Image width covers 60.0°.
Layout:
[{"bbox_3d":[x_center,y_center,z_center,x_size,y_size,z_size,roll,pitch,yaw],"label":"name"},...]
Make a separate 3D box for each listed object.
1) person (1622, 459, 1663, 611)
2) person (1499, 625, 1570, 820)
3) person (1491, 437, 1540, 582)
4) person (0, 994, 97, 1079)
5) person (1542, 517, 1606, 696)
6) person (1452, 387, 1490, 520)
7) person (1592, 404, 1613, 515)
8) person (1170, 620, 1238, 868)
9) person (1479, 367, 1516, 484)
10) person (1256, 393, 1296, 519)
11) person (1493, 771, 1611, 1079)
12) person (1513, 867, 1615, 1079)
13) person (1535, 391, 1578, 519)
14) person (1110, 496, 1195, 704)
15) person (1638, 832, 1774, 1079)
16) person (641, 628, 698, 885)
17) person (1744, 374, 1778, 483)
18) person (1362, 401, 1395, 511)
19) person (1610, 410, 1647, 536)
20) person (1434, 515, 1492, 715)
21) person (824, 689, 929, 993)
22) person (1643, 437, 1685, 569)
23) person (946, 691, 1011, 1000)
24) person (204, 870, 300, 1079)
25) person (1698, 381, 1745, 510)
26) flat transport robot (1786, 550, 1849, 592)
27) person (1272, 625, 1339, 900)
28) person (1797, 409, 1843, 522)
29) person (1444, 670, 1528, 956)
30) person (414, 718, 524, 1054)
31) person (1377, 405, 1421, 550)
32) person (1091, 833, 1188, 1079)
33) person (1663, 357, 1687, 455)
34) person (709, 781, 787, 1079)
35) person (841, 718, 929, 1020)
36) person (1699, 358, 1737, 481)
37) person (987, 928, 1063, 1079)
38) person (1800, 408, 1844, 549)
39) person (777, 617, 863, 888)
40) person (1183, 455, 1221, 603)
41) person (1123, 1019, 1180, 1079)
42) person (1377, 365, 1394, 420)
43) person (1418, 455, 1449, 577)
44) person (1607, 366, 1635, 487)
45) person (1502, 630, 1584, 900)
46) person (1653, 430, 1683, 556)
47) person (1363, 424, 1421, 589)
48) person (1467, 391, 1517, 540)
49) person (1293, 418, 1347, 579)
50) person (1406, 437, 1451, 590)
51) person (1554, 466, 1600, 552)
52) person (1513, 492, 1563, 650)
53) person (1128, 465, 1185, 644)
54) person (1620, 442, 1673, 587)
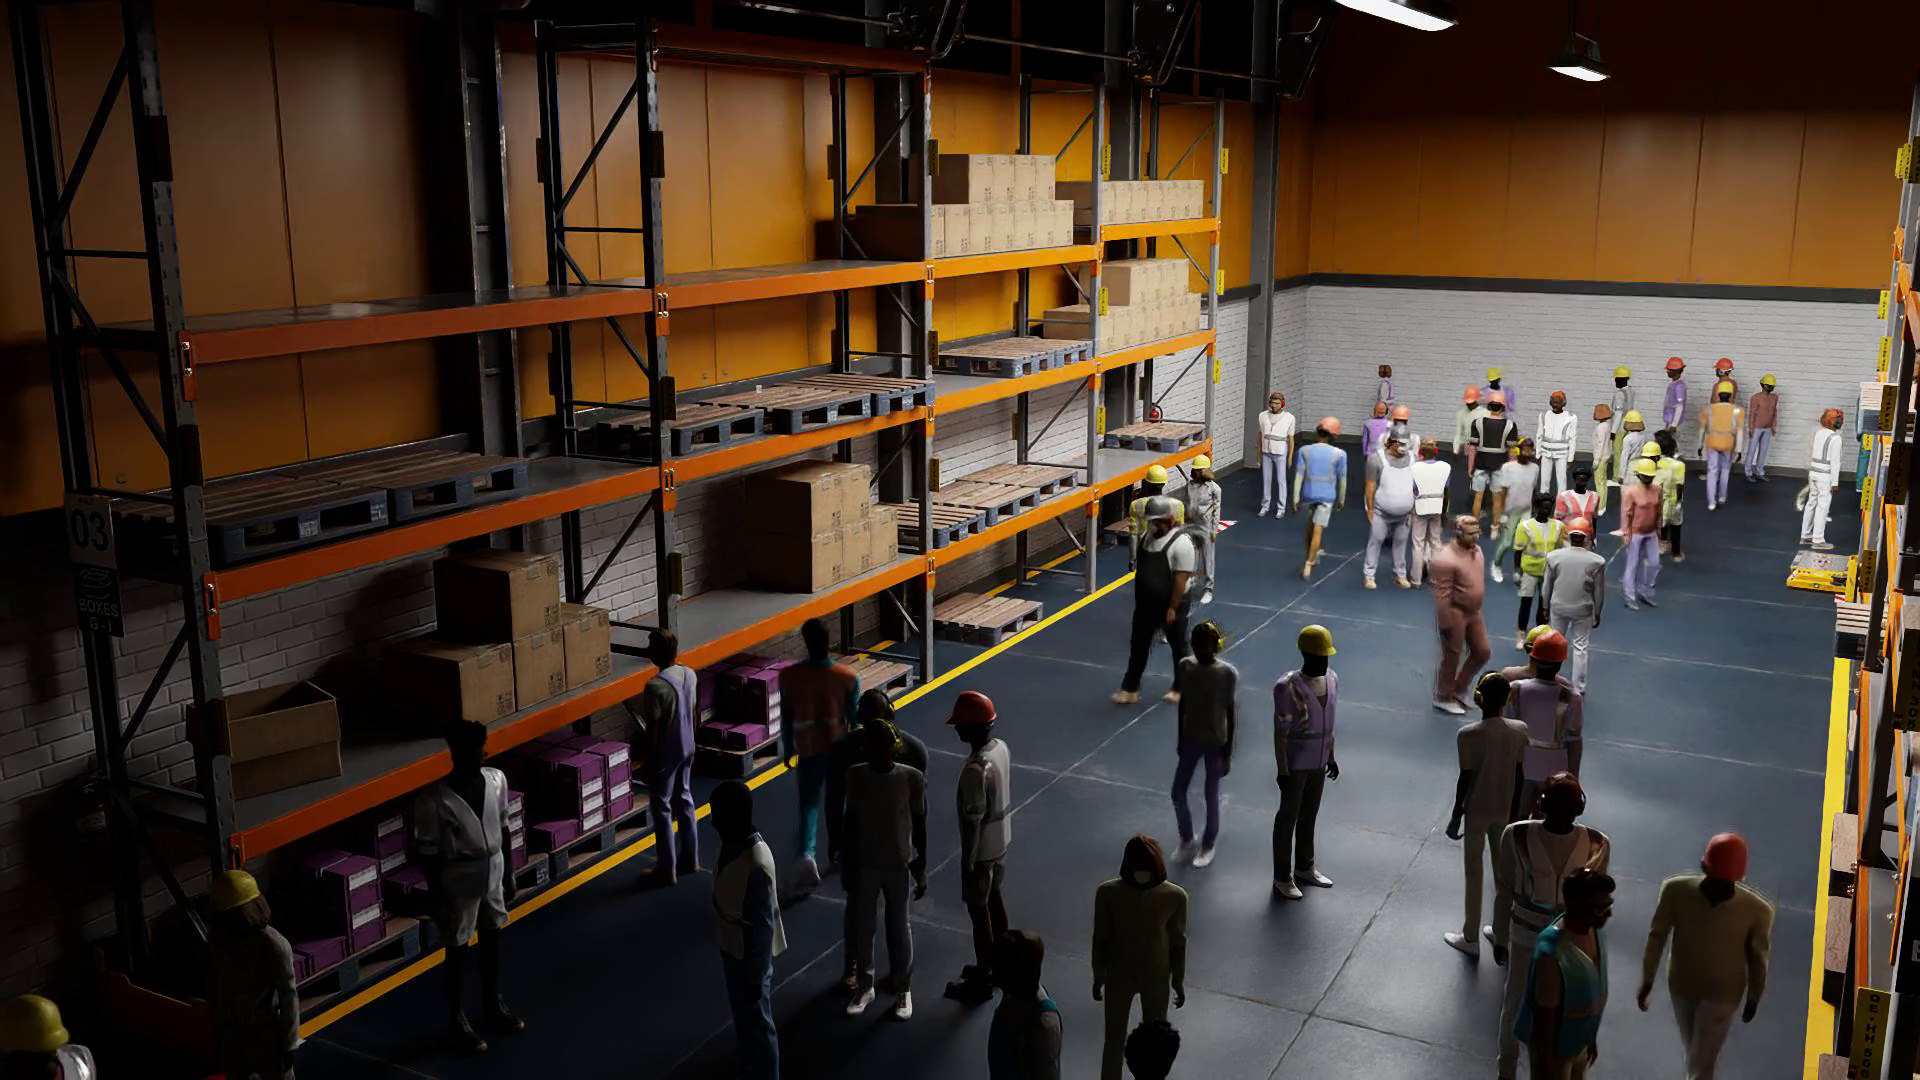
[{"bbox_3d":[7.825,-0.070,19.066,0.571,1.758,0.363,-4,13,-16],"label":"person"},{"bbox_3d":[4.171,1.477,12.117,0.533,1.768,0.310,10,16,37],"label":"person"},{"bbox_3d":[6.704,-0.333,20.040,0.520,1.845,0.762,-1,13,-6],"label":"person"},{"bbox_3d":[-3.657,2.663,6.677,0.403,1.824,0.593,6,14,25],"label":"person"},{"bbox_3d":[5.861,0.640,15.911,0.566,1.744,0.350,7,14,29],"label":"person"},{"bbox_3d":[7.339,-1.234,23.857,0.881,1.933,0.625,-9,15,-34],"label":"person"},{"bbox_3d":[9.350,-1.178,24.304,0.266,1.631,0.507,8,15,32],"label":"person"},{"bbox_3d":[1.750,1.477,11.936,0.519,1.847,0.483,8,15,32],"label":"person"},{"bbox_3d":[8.589,-1.851,26.746,0.646,1.892,0.671,2,13,11],"label":"person"},{"bbox_3d":[4.568,-1.227,24.073,0.560,1.836,0.394,9,15,34],"label":"person"},{"bbox_3d":[3.142,2.139,8.893,0.573,1.882,0.356,2,13,9],"label":"person"},{"bbox_3d":[2.829,2.394,7.867,0.388,1.837,0.560,10,16,38],"label":"person"},{"bbox_3d":[8.550,-1.212,23.905,0.576,1.880,0.352,10,16,39],"label":"person"},{"bbox_3d":[1.820,0.568,15.566,0.917,2.000,0.699,-11,16,-40],"label":"person"},{"bbox_3d":[3.871,2.286,8.644,0.560,1.705,0.934,10,16,39],"label":"person"},{"bbox_3d":[-2.052,1.521,11.781,0.351,1.834,0.518,7,14,28],"label":"person"},{"bbox_3d":[12.943,-1.803,26.816,0.524,1.762,0.340,-4,13,-18],"label":"person"},{"bbox_3d":[6.173,-1.226,24.505,0.522,1.640,0.306,8,15,31],"label":"person"},{"bbox_3d":[9.227,-0.919,22.914,0.485,1.737,0.321,-9,16,-35],"label":"person"},{"bbox_3d":[4.654,0.697,15.338,0.671,1.882,0.480,-11,17,-40],"label":"person"},{"bbox_3d":[-0.508,1.826,10.163,0.635,1.937,0.353,0,13,-1],"label":"person"},{"bbox_3d":[8.985,-0.469,21.075,0.803,1.644,0.582,-8,15,-32],"label":"person"},{"bbox_3d":[0.108,1.845,10.111,0.385,1.929,0.540,5,13,21],"label":"person"},{"bbox_3d":[-3.418,2.403,8.021,0.492,1.742,0.321,4,13,18],"label":"person"},{"bbox_3d":[11.341,-1.425,24.818,0.608,1.887,0.938,6,14,24],"label":"person"},{"bbox_3d":[10.597,0.372,20.438,0.652,0.197,1.431,8,15,30],"label":"flat transport robot"},{"bbox_3d":[2.417,1.518,11.567,0.586,1.928,0.369,-9,16,-36],"label":"person"},{"bbox_3d":[12.444,-1.110,24.020,0.509,1.618,0.605,-1,13,-4],"label":"person"},{"bbox_3d":[3.364,1.747,10.674,0.514,1.872,0.332,-4,13,-15],"label":"person"},{"bbox_3d":[-2.797,1.957,9.548,0.387,1.956,0.599,9,16,36],"label":"person"},{"bbox_3d":[5.842,-0.848,22.178,0.558,1.912,0.646,4,13,18],"label":"person"},{"bbox_3d":[0.933,2.308,8.695,0.500,1.634,0.276,1,13,4],"label":"person"},{"bbox_3d":[11.417,-1.919,26.698,0.381,2.040,0.616,4,13,17],"label":"person"},{"bbox_3d":[-1.120,2.161,8.724,0.392,1.914,0.588,-5,14,-23],"label":"person"},{"bbox_3d":[-0.448,1.936,9.842,0.532,1.864,0.314,2,13,9],"label":"person"},{"bbox_3d":[12.313,-1.952,26.945,0.615,1.997,0.373,-10,16,-39],"label":"person"},{"bbox_3d":[0.263,2.534,7.216,0.346,1.841,0.506,-4,13,-17],"label":"person"},{"bbox_3d":[11.512,-0.818,22.157,0.355,1.876,0.574,0,13,-2],"label":"person"},{"bbox_3d":[-0.970,1.500,11.735,0.612,1.892,0.730,-1,13,-5],"label":"person"},{"bbox_3d":[2.788,-0.133,19.374,0.484,1.745,0.296,10,16,37],"label":"person"},{"bbox_3d":[0.752,2.726,6.678,0.533,1.697,0.322,6,14,25],"label":"person"},{"bbox_3d":[7.453,-2.262,29.172,0.319,1.631,0.514,5,13,20],"label":"person"},{"bbox_3d":[5.766,-0.334,20.566,0.522,1.610,0.665,6,14,23],"label":"person"},{"bbox_3d":[10.490,-1.807,26.453,0.360,1.929,0.587,10,16,38],"label":"person"},{"bbox_3d":[3.959,1.562,11.344,0.542,1.939,0.364,9,15,34],"label":"person"},{"bbox_3d":[9.161,-0.617,21.721,0.511,1.665,0.539,-8,15,-31],"label":"person"},{"bbox_3d":[5.195,-0.404,19.919,0.701,2.000,0.536,-1,13,-6],"label":"person"},{"bbox_3d":[7.241,-1.010,22.666,0.612,2.030,0.403,4,13,17],"label":"person"},{"bbox_3d":[4.480,-0.539,20.677,0.629,1.971,1.081,5,14,23],"label":"person"},{"bbox_3d":[5.588,-0.306,19.934,0.565,1.838,0.387,-3,13,-11],"label":"person"},{"bbox_3d":[7.009,-0.017,18.951,0.530,1.698,0.319,-1,13,-5],"label":"person"},{"bbox_3d":[6.038,0.331,17.422,0.557,1.701,0.319,-2,13,-8],"label":"person"},{"bbox_3d":[2.073,0.159,17.642,0.594,1.929,0.352,0,13,-1],"label":"person"},{"bbox_3d":[8.317,-0.316,20.147,0.530,1.768,0.312,11,16,40],"label":"person"}]
